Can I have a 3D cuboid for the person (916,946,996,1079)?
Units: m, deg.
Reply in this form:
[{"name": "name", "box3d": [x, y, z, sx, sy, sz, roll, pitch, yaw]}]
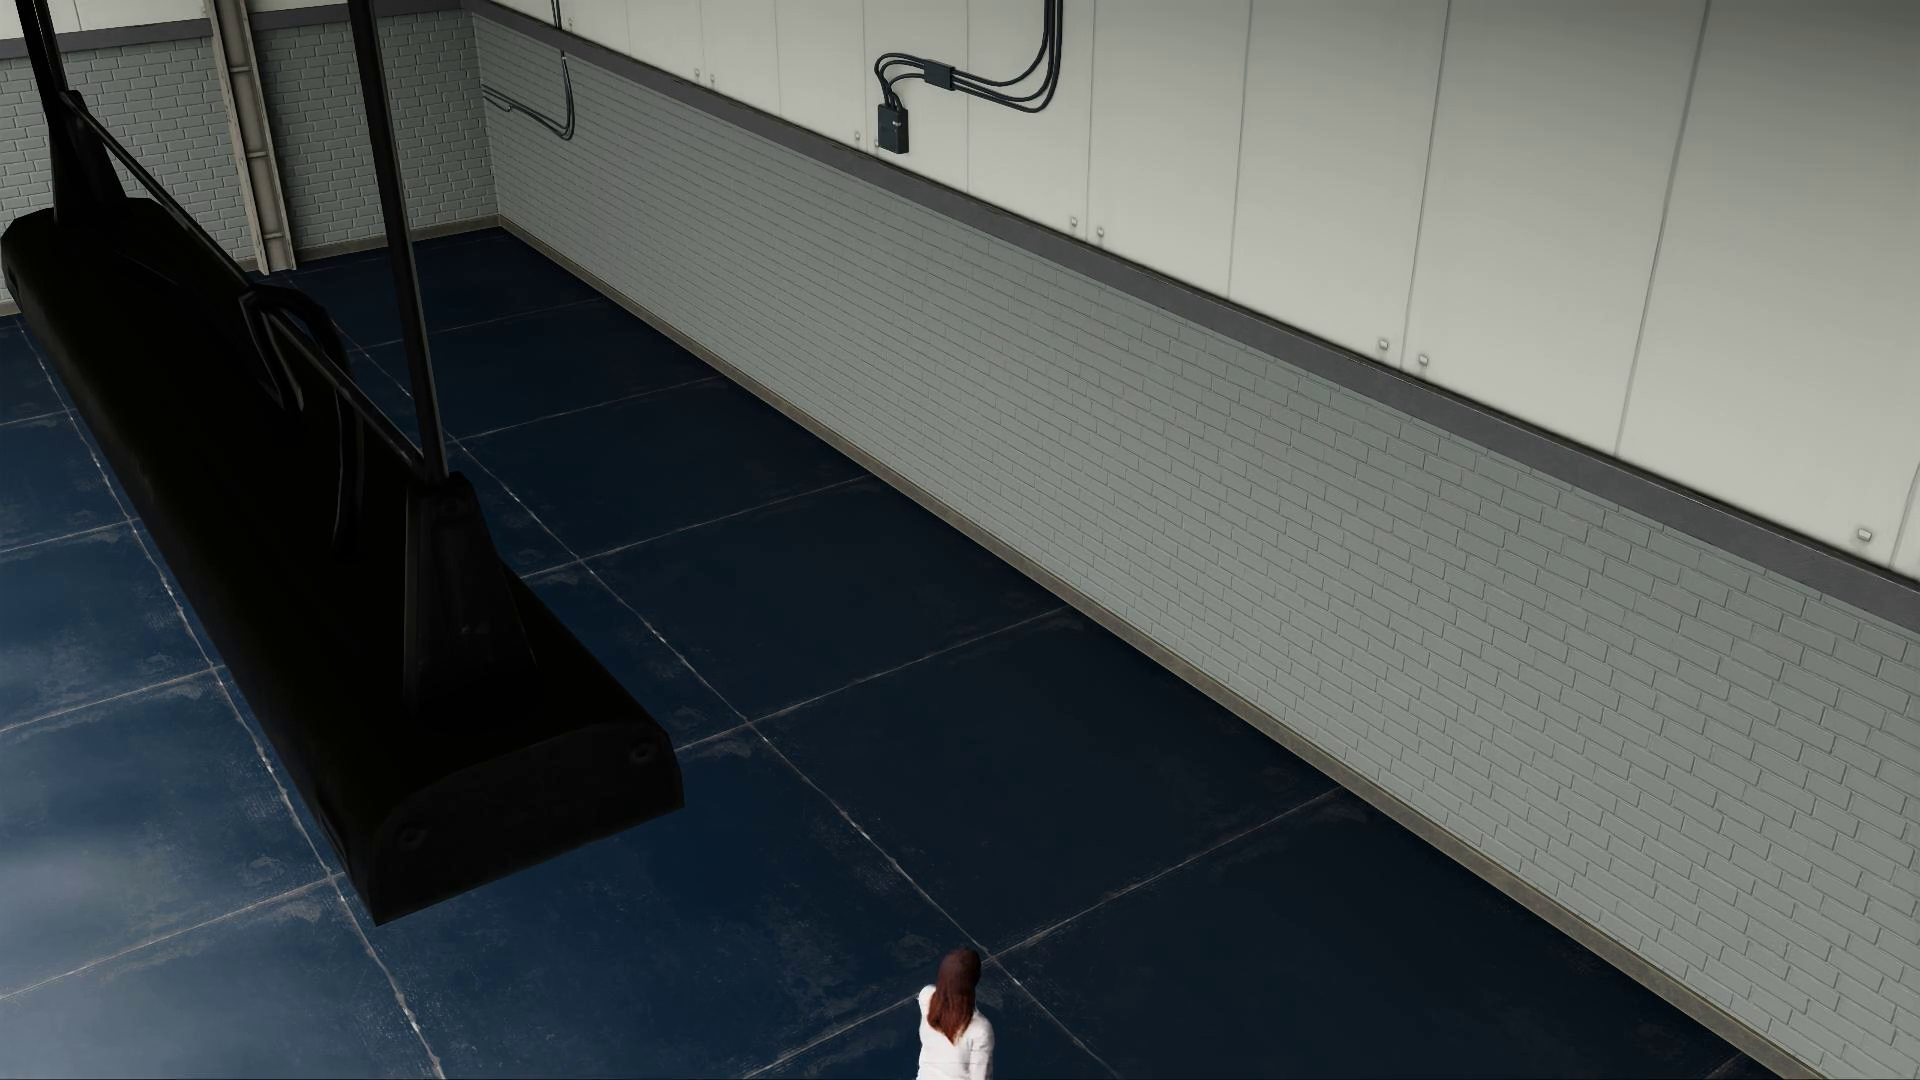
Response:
[{"name": "person", "box3d": [-0.080, 2.640, 7.827, 0.889, 1.648, 1.166, 17, 32, 28]}]
